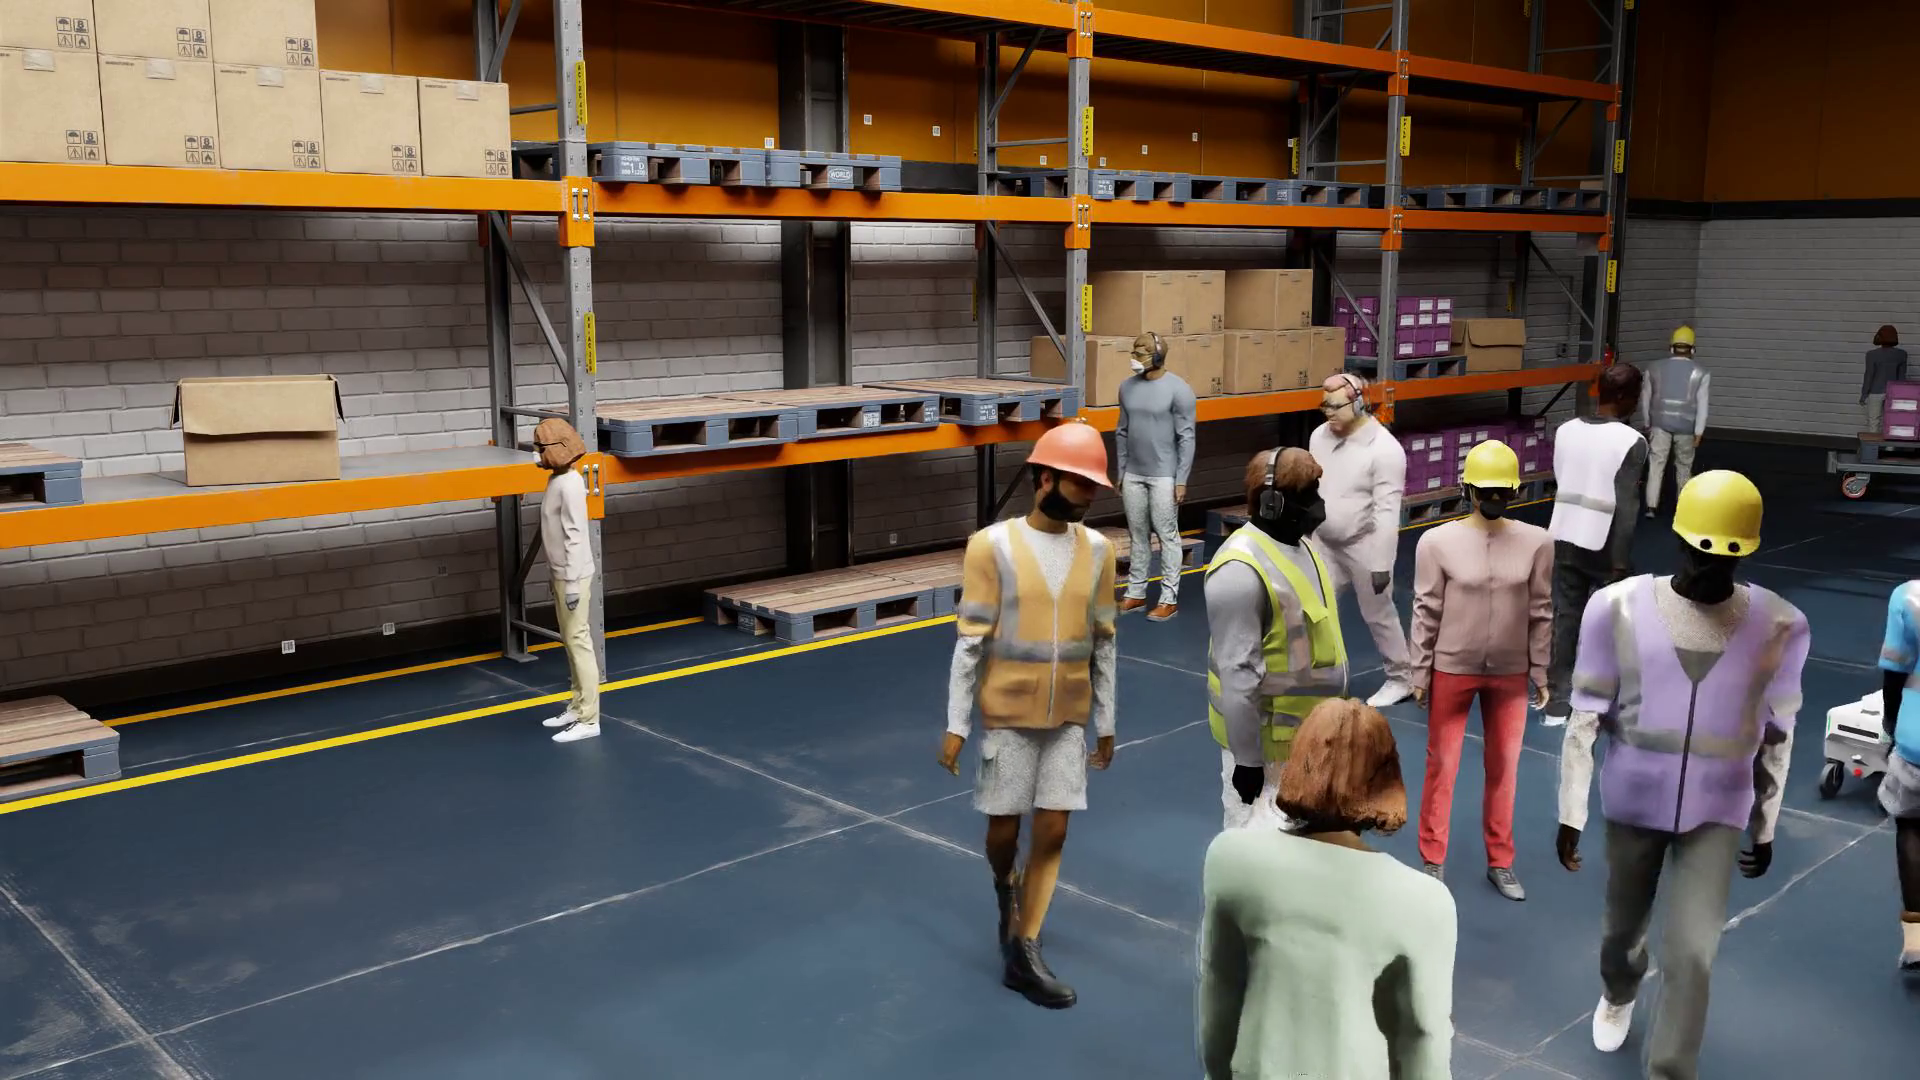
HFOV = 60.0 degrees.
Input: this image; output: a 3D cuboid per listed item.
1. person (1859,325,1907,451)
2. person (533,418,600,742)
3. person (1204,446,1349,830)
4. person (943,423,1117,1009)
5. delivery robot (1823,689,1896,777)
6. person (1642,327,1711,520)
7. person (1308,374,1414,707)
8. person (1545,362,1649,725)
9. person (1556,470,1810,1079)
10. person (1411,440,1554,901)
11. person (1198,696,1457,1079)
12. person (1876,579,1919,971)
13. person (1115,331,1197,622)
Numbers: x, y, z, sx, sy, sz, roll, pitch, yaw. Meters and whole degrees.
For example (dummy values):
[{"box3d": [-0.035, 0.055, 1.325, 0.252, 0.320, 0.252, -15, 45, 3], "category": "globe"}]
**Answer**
[{"box3d": [10.742, -1.680, 19.381, 0.513, 1.637, 0.292, -1, 10, -5], "category": "person"}, {"box3d": [-1.990, 0.196, 8.405, 0.277, 1.628, 0.501, -4, 10, -20], "category": "person"}, {"box3d": [1.008, 0.623, 5.276, 0.429, 1.845, 0.627, 5, 11, 29], "category": "person"}, {"box3d": [0.223, 0.560, 5.510, 0.633, 1.894, 0.628, -3, 10, -17], "category": "person"}, {"box3d": [4.223, 0.840, 7.475, 0.707, 0.478, 0.477, -7, 12, -32], "category": "delivery robot"}, {"box3d": [6.624, -1.079, 15.434, 0.604, 1.789, 0.954, 6, 12, 33], "category": "person"}, {"box3d": [2.063, 0.031, 8.788, 1.003, 1.838, 0.682, -7, 12, -36], "category": "person"}, {"box3d": [3.297, 0.033, 8.592, 0.575, 1.896, 0.616, -6, 11, -29], "category": "person"}, {"box3d": [2.003, 0.711, 4.671, 0.619, 1.879, 0.933, 3, 10, 19], "category": "person"}, {"box3d": [1.956, 0.498, 6.252, 0.522, 1.763, 0.334, 0, 10, 0], "category": "person"}, {"box3d": [0.650, 1.103, 3.131, 0.511, 1.610, 0.593, 5, 11, 27], "category": "person"}, {"box3d": [3.278, 0.679, 5.411, 0.545, 1.679, 0.430, 5, 11, 26], "category": "person"}, {"box3d": [1.291, -0.425, 11.134, 0.374, 1.936, 0.628, -9, 13, -42], "category": "person"}]
